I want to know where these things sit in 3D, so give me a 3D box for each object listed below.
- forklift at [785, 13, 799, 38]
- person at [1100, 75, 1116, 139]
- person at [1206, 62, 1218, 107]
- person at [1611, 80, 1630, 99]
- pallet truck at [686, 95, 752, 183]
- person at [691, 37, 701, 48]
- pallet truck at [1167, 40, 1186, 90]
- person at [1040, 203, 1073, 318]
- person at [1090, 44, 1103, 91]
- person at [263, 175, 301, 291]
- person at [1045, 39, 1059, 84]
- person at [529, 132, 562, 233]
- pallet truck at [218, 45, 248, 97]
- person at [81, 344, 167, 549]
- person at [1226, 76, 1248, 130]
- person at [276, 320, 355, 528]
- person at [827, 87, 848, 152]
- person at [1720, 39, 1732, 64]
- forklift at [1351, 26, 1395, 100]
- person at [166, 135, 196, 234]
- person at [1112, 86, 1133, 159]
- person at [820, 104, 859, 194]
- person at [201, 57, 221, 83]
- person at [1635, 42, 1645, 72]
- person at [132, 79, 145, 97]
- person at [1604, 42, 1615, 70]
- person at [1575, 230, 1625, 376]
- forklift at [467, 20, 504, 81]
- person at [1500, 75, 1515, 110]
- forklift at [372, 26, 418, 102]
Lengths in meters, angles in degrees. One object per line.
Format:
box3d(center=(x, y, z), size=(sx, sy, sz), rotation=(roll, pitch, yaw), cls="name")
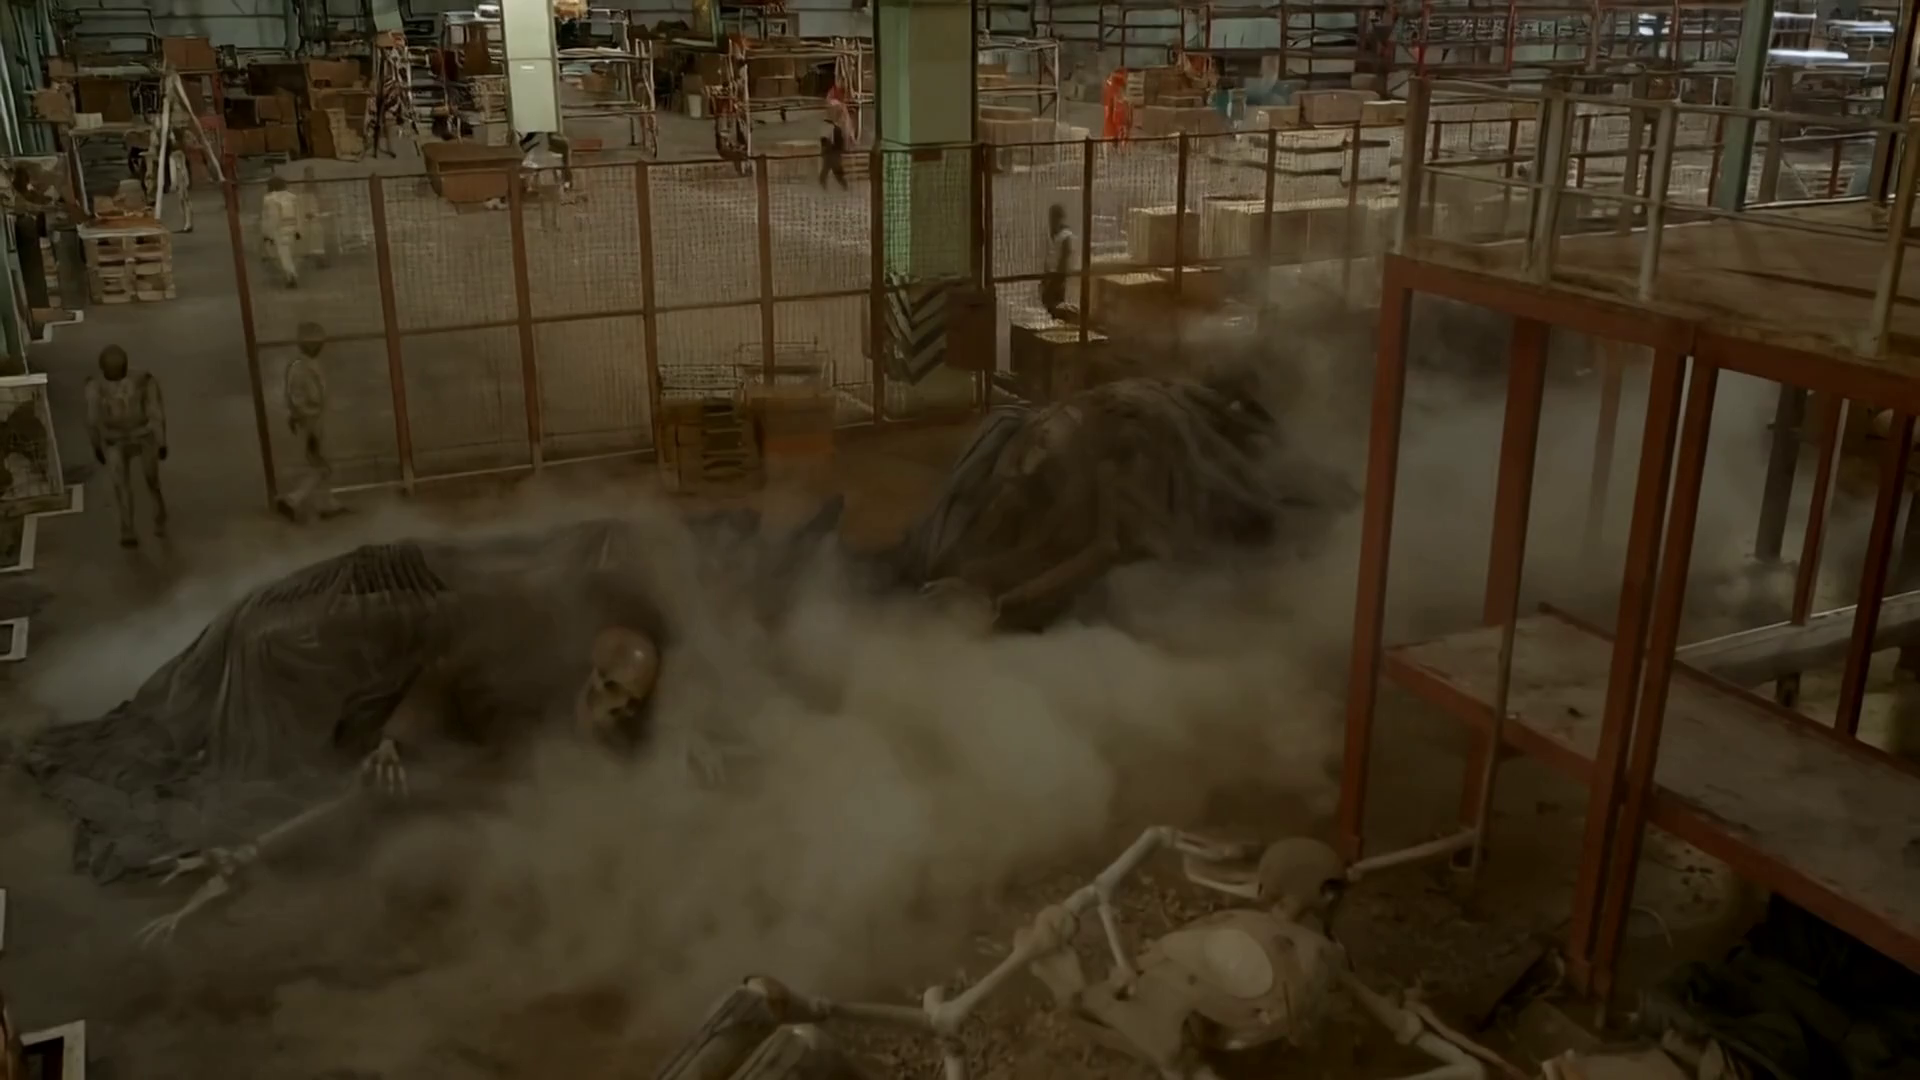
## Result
box3d(center=(-7.945, -23.627, 79.161), size=(1.873, 2.768, 1.129), rotation=(-9, 21, -25), cls="forklift")
box3d(center=(4.433, -12.937, 49.725), size=(0.502, 1.861, 0.334), rotation=(14, 24, 36), cls="person")
box3d(center=(9.067, -16.300, 59.708), size=(0.318, 1.695, 0.539), rotation=(17, 25, 40), cls="person")
box3d(center=(20.607, -13.609, 51.900), size=(0.533, 1.716, 0.815), rotation=(2, 19, 5), cls="person")
box3d(center=(-5.836, -9.608, 39.856), size=(0.823, 1.965, 1.885), rotation=(10, 22, 27), cls="pallet truck")
box3d(center=(-11.750, -21.496, 74.406), size=(0.635, 1.936, 0.353), rotation=(17, 25, 40), cls="person")
box3d(center=(9.045, -19.971, 69.895), size=(0.823, 1.965, 1.885), rotation=(-3, 19, -8), cls="pallet truck")
box3d(center=(1.351, -3.647, 22.703), size=(0.534, 1.905, 0.599), rotation=(-9, 21, -25), cls="person")
box3d(center=(5.696, -19.464, 68.582), size=(0.990, 1.886, 0.629), rotation=(0, 19, 1), cls="person")
box3d(center=(-10.803, -4.860, 26.347), size=(0.632, 1.825, 0.652), rotation=(8, 20, 21), cls="person")
box3d(center=(4.077, -21.038, 73.135), size=(0.562, 1.889, 0.952), rotation=(-9, 21, -25), cls="person")
box3d(center=(-7.993, -6.906, 32.151), size=(0.581, 1.919, 0.400), rotation=(-7, 20, -18), cls="person")
box3d(center=(-28.879, -18.665, 66.111), size=(0.823, 1.965, 1.885), rotation=(-3, 19, -9), cls="pallet truck")
box3d(center=(-7.361, -0.840, 14.734), size=(0.639, 1.792, 0.936), rotation=(-8, 21, -23), cls="person")
box3d(center=(8.085, -12.459, 48.223), size=(0.619, 1.930, 0.865), rotation=(-7, 20, -18), cls="person")
box3d(center=(-5.907, -1.026, 15.085), size=(0.578, 1.929, 0.634), rotation=(-5, 20, -15), cls="person")
box3d(center=(-3.339, -11.301, 44.963), size=(0.730, 1.866, 0.590), rotation=(-17, 25, -40), cls="person")
box3d(center=(36.234, -22.907, 78.666), size=(0.413, 1.822, 0.615), rotation=(-8, 21, -23), cls="person")
box3d(center=(15.696, -17.751, 62.126), size=(1.873, 2.768, 1.129), rotation=(-9, 21, -25), cls="forklift")
box3d(center=(-15.060, -6.859, 32.071), size=(0.323, 1.876, 0.528), rotation=(-2, 19, -4), cls="person")
box3d(center=(4.380, -11.274, 44.826), size=(0.550, 1.913, 0.761), rotation=(1, 19, 3), cls="person")
box3d(center=(-2.779, -8.842, 37.570), size=(0.974, 2.000, 0.709), rotation=(4, 19, 12), cls="person")
box3d(center=(-28.001, -17.277, 62.227), size=(0.594, 1.899, 0.725), rotation=(4, 19, 10), cls="person")
box3d(center=(28.121, -19.675, 68.966), size=(0.385, 2.045, 0.605), rotation=(9, 21, 25), cls="person")
box3d(center=(-25.362, -13.405, 51.419), size=(0.525, 1.631, 0.323), rotation=(6, 20, 17), cls="person")
box3d(center=(27.942, -20.584, 71.778), size=(0.576, 1.921, 0.417), rotation=(-9, 21, -24), cls="person")
box3d(center=(8.091, -2.997, 20.835), size=(0.553, 1.899, 0.606), rotation=(-10, 21, -26), cls="person")
box3d(center=(-19.931, -20.154, 69.092), size=(1.129, 2.768, 1.873), rotation=(14, 23, 35), cls="forklift")
box3d(center=(17.508, -14.053, 53.289), size=(0.533, 1.625, 0.414), rotation=(-7, 20, -21), cls="person")
box3d(center=(-21.216, -17.758, 62.148), size=(1.129, 2.768, 1.873), rotation=(1, 19, 4), cls="forklift")
